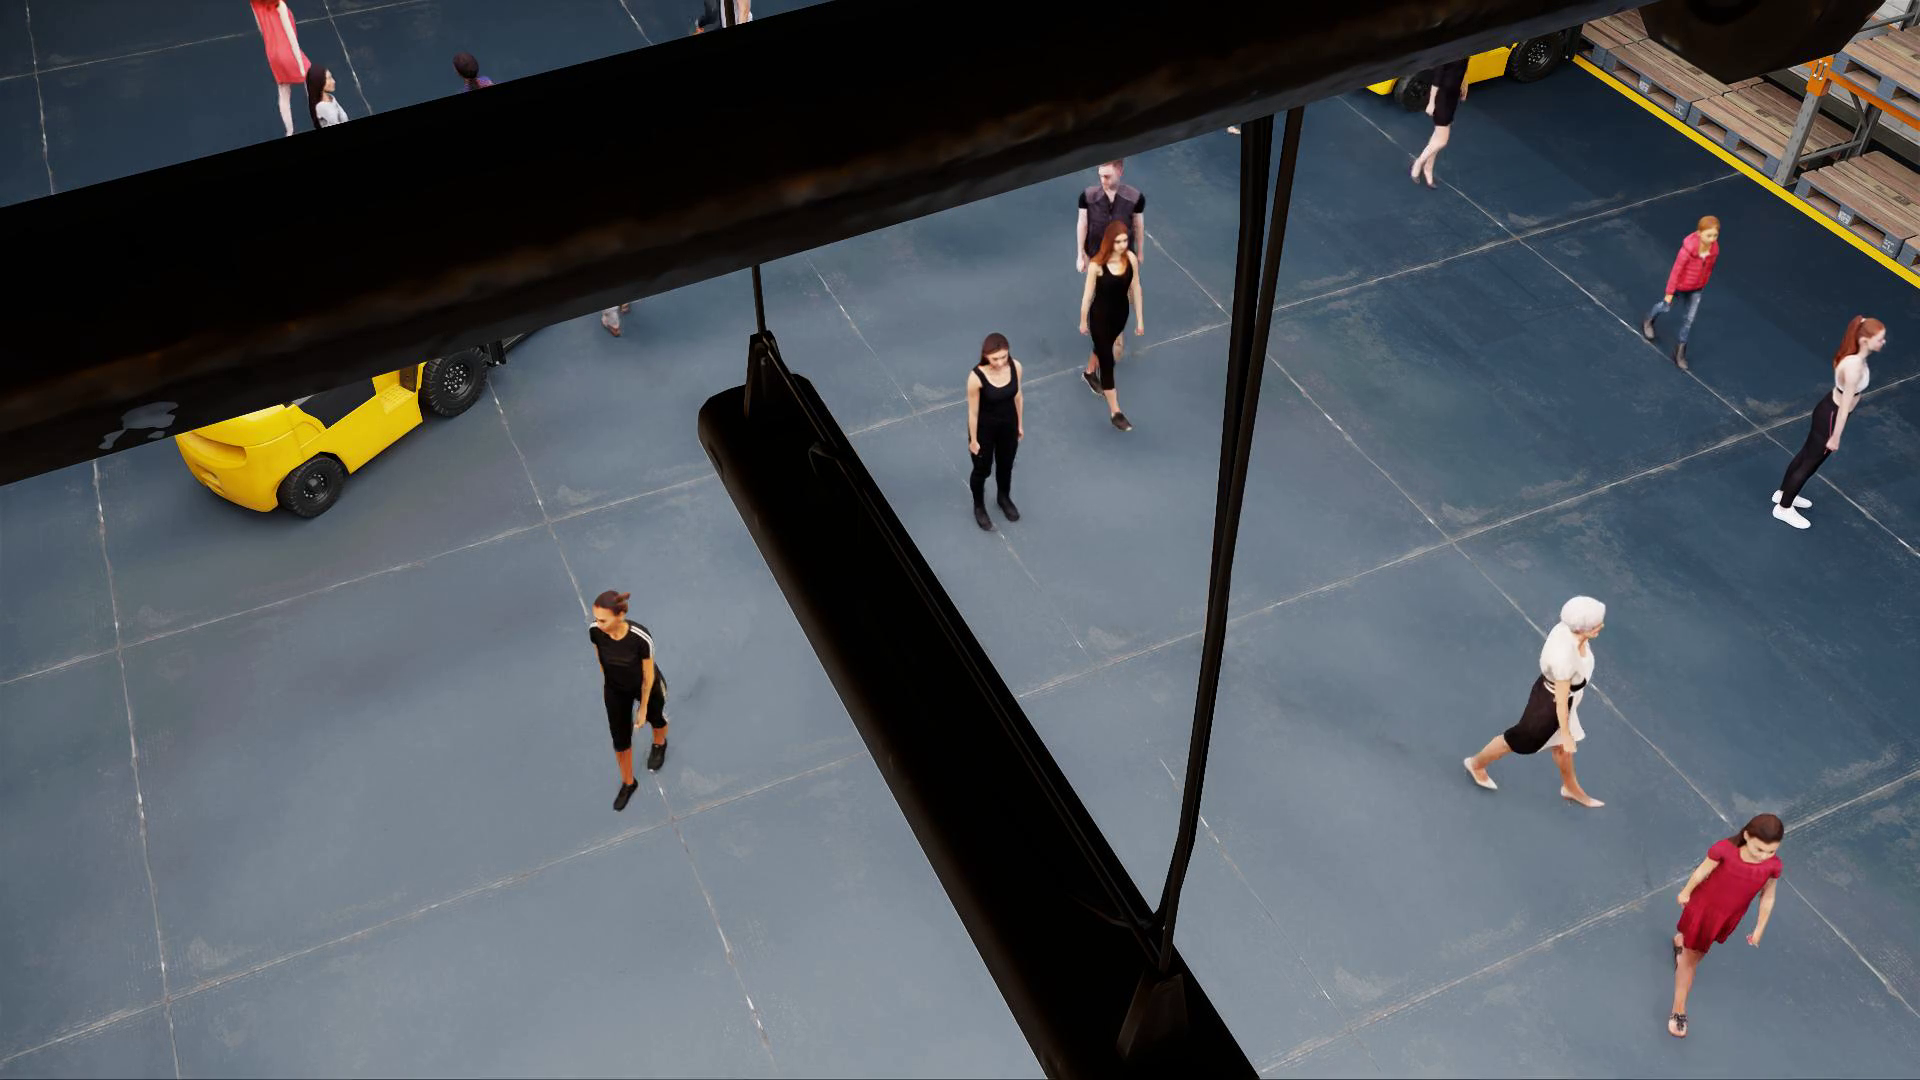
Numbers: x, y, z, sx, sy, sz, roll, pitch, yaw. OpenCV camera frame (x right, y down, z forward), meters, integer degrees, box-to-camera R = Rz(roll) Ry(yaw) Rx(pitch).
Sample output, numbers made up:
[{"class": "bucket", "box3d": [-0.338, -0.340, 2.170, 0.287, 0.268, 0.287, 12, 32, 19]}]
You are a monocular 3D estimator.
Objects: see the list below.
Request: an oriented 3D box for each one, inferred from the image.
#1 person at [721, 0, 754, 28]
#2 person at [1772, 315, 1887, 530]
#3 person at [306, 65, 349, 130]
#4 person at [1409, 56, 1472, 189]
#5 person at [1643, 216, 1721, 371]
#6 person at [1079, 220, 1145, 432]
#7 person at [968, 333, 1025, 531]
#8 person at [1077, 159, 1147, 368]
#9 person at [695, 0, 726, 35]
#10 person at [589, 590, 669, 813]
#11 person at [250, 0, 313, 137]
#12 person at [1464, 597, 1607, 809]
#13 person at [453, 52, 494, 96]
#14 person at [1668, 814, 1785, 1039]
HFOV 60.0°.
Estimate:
[{"class": "person", "box3d": [-2.130, -4.989, 16.093, 0.761, 1.864, 0.550, -10, 45, -11]}, {"class": "person", "box3d": [6.185, -0.854, 11.843, 0.714, 1.740, 0.669, 18, 46, 18]}, {"class": "person", "box3d": [-5.471, -3.394, 14.589, 0.686, 1.630, 0.489, -24, 49, -23]}, {"class": "person", "box3d": [4.344, -4.029, 15.135, 0.723, 1.797, 0.723, 33, 53, 30]}, {"class": "person", "box3d": [5.837, -2.084, 13.462, 0.726, 1.288, 0.980, -4, 44, -4]}, {"class": "person", "box3d": [1.116, -1.756, 12.829, 0.585, 1.686, 1.090, -17, 46, -17]}, {"class": "person", "box3d": [0.240, -0.798, 11.824, 0.588, 1.686, 0.540, -20, 47, -20]}, {"class": "person", "box3d": [1.205, -2.346, 13.374, 1.146, 1.788, 1.287, 6, 44, 6]}, {"class": "person", "box3d": [-2.539, -5.740, 16.958, 0.776, 1.759, 1.002, -29, 51, -27]}, {"class": "person", "box3d": [-1.950, 0.835, 10.144, 0.870, 1.638, 0.965, 10, 44, 10]}, {"class": "person", "box3d": [-6.372, -4.464, 15.591, 0.990, 1.797, 1.049, 15, 46, 15]}, {"class": "person", "box3d": [3.413, 0.980, 9.940, 1.175, 1.709, 1.014, 22, 48, 21]}, {"class": "person", "box3d": [-4.112, -3.453, 14.575, 0.756, 1.735, 0.722, 24, 49, 23]}, {"class": "person", "box3d": [4.152, 1.923, 9.089, 0.931, 1.517, 1.054, 9, 44, 9]}]
